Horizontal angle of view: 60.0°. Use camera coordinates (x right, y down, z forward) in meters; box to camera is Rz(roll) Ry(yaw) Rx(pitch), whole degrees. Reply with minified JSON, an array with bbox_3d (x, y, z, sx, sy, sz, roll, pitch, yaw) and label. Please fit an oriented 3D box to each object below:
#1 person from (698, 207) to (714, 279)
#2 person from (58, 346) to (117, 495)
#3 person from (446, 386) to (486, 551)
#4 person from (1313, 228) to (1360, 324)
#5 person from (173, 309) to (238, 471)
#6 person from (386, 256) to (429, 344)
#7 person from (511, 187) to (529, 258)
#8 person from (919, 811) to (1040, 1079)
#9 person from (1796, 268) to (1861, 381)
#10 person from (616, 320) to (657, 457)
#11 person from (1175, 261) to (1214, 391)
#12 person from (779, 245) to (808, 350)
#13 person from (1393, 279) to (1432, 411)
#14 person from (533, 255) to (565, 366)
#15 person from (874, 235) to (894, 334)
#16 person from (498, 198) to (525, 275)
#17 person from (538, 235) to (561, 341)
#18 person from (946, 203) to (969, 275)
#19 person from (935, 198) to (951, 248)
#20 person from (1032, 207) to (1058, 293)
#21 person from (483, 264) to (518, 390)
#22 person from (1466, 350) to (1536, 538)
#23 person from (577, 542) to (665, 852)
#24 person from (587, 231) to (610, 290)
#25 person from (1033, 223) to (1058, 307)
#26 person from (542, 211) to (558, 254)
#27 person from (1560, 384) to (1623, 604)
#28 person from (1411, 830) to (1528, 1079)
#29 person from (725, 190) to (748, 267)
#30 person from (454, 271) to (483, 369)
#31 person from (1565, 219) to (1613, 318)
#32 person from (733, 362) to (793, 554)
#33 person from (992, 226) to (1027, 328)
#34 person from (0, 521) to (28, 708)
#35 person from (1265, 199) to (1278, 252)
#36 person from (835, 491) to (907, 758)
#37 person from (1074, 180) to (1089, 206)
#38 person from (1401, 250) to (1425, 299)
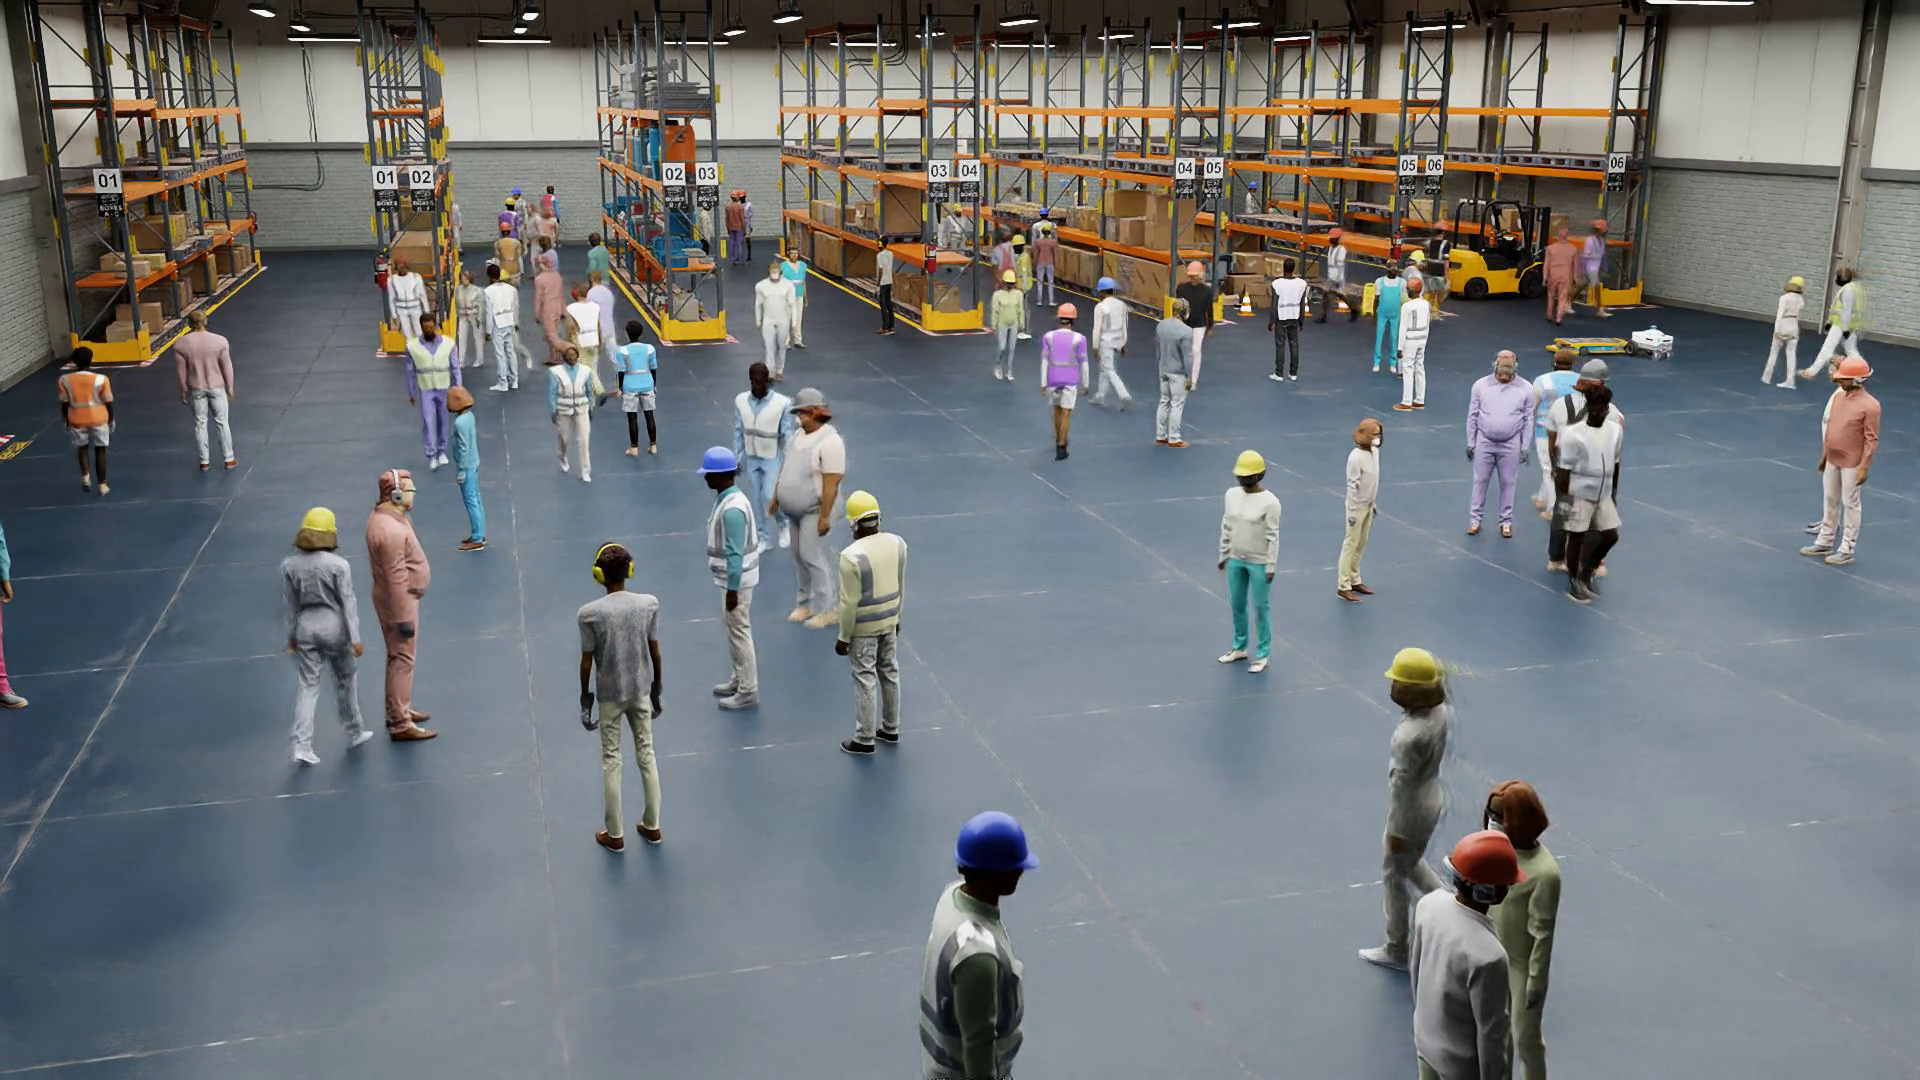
[{"bbox_3d":[-6.262,-7.465,41.145,0.415,1.985,0.610,-2,15,-7],"label":"person"},{"bbox_3d":[-9.743,-1.330,18.622,0.555,1.680,0.375,-4,15,-15],"label":"person"},{"bbox_3d":[-4.869,-0.708,16.383,0.267,1.631,0.507,-2,15,-7],"label":"person"},{"bbox_3d":[7.497,-5.230,32.899,0.947,1.899,0.545,-5,16,-19],"label":"person"},{"bbox_3d":[-8.996,-1.786,19.865,0.628,1.935,0.373,-5,16,-17],"label":"person"},{"bbox_3d":[-9.060,-3.743,27.354,0.625,1.863,0.539,-3,15,-10],"label":"person"},{"bbox_3d":[-12.303,-8.862,46.462,0.606,1.947,0.406,10,18,34],"label":"person"},{"bbox_3d":[0.068,1.891,6.028,0.428,1.939,0.618,-1,15,-6],"label":"person"},{"bbox_3d":[13.703,-3.349,26.009,0.965,1.790,0.633,11,19,36],"label":"person"},{"bbox_3d":[-4.008,-1.878,20.664,0.540,1.695,0.317,-10,18,-32],"label":"person"},{"bbox_3d":[3.581,-3.298,25.467,0.623,1.973,0.570,6,16,23],"label":"person"},{"bbox_3d":[-2.966,-4.305,29.516,0.572,1.840,0.373,-12,19,-37],"label":"person"},{"bbox_3d":[6.461,-2.776,23.710,0.571,1.876,0.347,-11,18,-35],"label":"person"},{"bbox_3d":[-6.688,-3.749,27.383,0.767,1.876,0.663,6,16,23],"label":"person"},{"bbox_3d":[-1.437,-4.822,31.413,0.309,1.868,0.535,8,17,28],"label":"person"},{"bbox_3d":[-11.301,-7.628,41.866,0.589,1.923,0.383,4,15,16],"label":"person"},{"bbox_3d":[-7.531,-4.623,30.541,0.372,1.934,0.627,-1,15,-3],"label":"person"},{"bbox_3d":[-0.067,-7.591,41.942,0.606,1.817,0.579,-8,17,-28],"label":"person"},{"bbox_3d":[-0.481,-9.599,49.459,0.429,1.836,0.631,9,17,30],"label":"person"},{"bbox_3d":[1.930,-6.609,37.997,0.601,1.941,0.395,-2,15,-7],"label":"person"},{"bbox_3d":[-7.002,-3.235,25.354,0.398,1.915,0.588,8,17,28],"label":"person"},{"bbox_3d":[5.467,-0.967,16.864,0.687,1.903,0.406,5,16,19],"label":"person"},{"bbox_3d":[-1.990,0.923,9.808,0.504,1.864,0.333,-8,17,-28],"label":"person"},{"bbox_3d":[-6.810,-4.847,31.397,0.368,1.930,0.628,5,16,19],"label":"person"},{"bbox_3d":[1.838,-5.883,35.608,0.533,1.764,0.329,3,15,12],"label":"person"},{"bbox_3d":[-10.576,-7.652,42.672,0.529,1.554,1.012,-1,15,-5],"label":"person"},{"bbox_3d":[5.537,-0.399,14.602,0.649,1.951,0.423,-4,15,-15],"label":"person"},{"bbox_3d":[1.914,1.910,6.298,0.342,1.749,0.569,-3,15,-12],"label":"person"},{"bbox_3d":[-5.921,-8.245,44.049,0.611,1.996,0.378,8,17,27],"label":"person"},{"bbox_3d":[-8.085,-3.599,27.308,0.526,1.598,0.813,2,15,8],"label":"person"},{"bbox_3d":[12.858,-5.556,33.969,1.070,1.997,0.624,12,19,37],"label":"person"},{"bbox_3d":[-1.918,-0.797,16.200,0.606,1.902,0.438,7,16,24],"label":"person"},{"bbox_3d":[0.960,-5.017,31.814,0.712,2.000,0.724,5,16,19],"label":"person"},{"bbox_3d":[-7.056,0.317,11.864,0.415,1.985,0.610,7,16,24],"label":"person"},{"bbox_3d":[8.782,-8.860,47.134,0.455,1.598,0.685,4,15,16],"label":"person"},{"bbox_3d":[-0.619,0.564,11.232,0.403,1.823,0.586,13,19,39],"label":"person"},{"bbox_3d":[3.744,-10.074,51.057,0.587,1.930,0.363,-13,19,-40],"label":"person"},{"bbox_3d":[7.828,-4.106,28.816,0.404,1.821,0.600,-2,15,-7],"label":"person"}]
